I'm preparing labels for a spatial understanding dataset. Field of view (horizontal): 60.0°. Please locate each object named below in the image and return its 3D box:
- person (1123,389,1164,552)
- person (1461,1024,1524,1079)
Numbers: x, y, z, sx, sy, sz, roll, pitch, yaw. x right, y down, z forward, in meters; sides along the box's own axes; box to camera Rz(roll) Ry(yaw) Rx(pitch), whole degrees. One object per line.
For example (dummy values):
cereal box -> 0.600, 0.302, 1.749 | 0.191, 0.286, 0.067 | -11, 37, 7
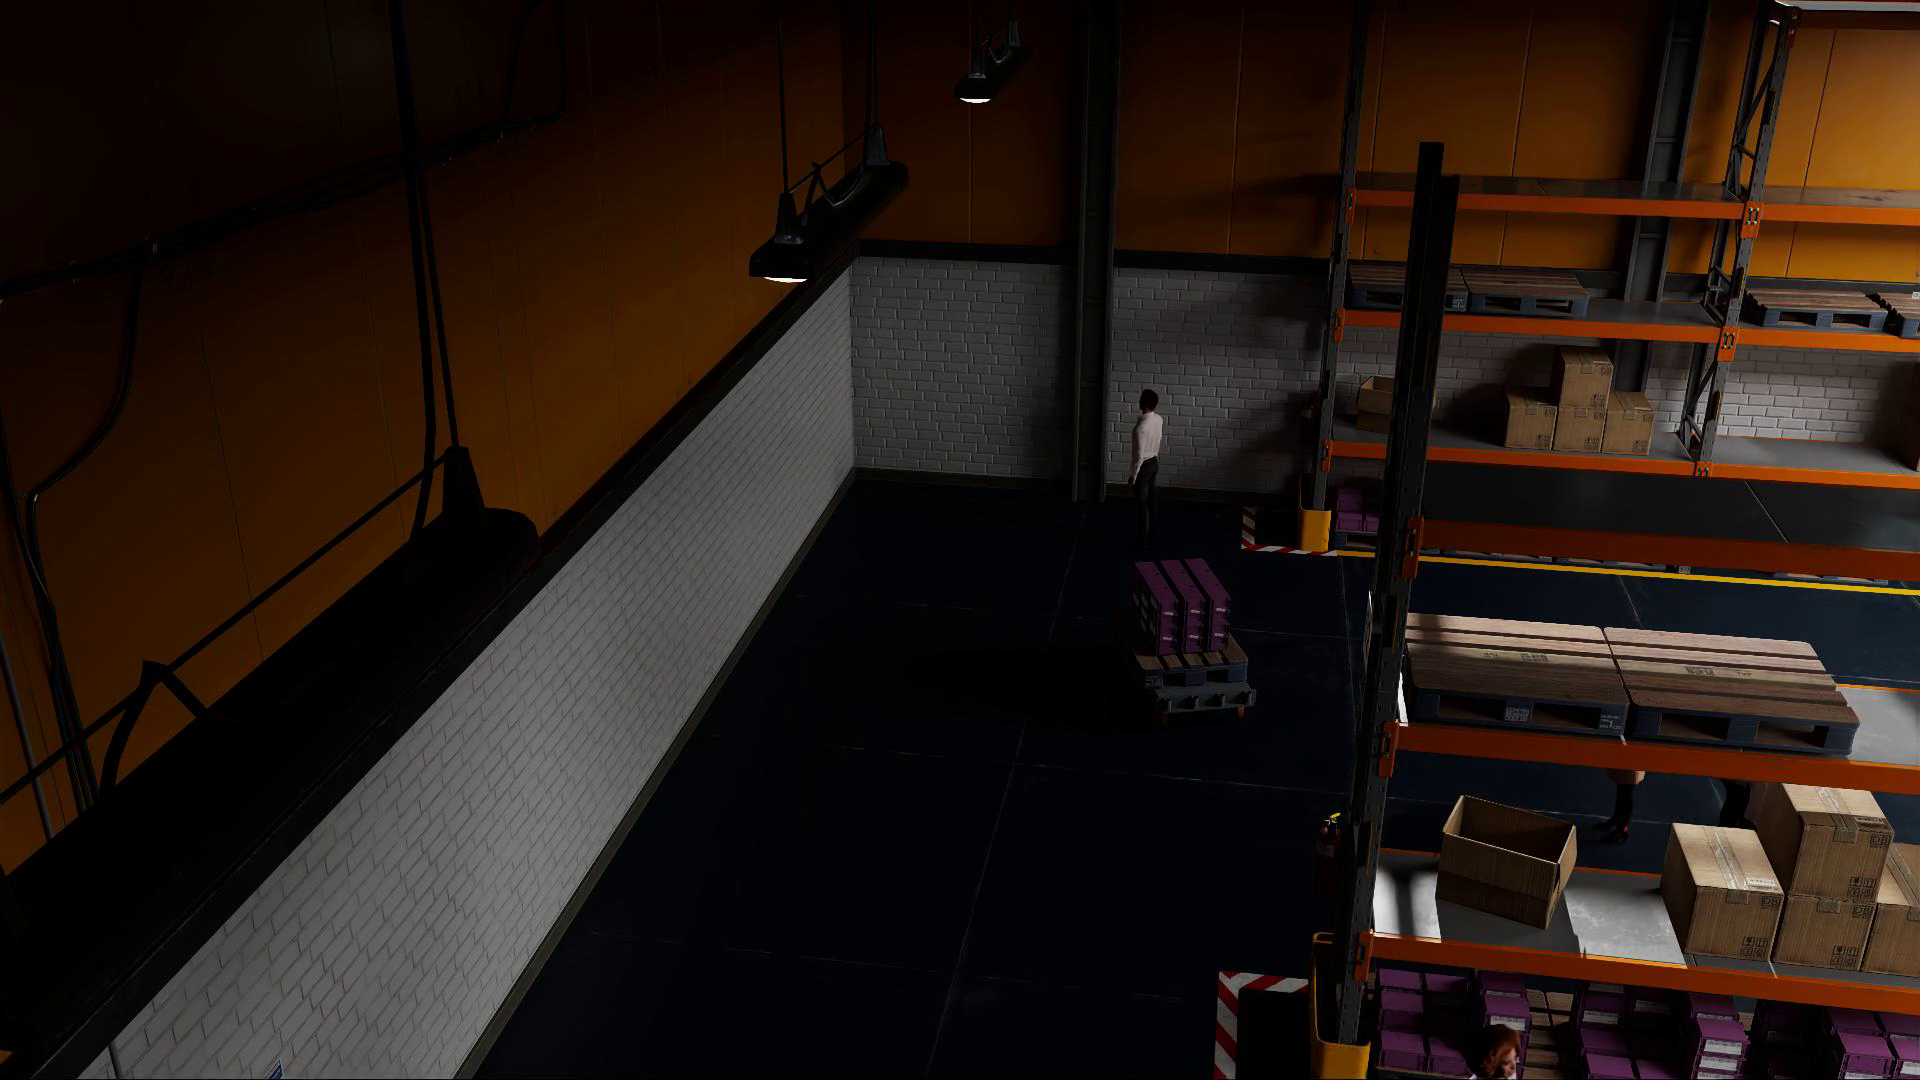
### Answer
person -> 2.091, -0.797, 18.693 | 0.685, 1.871, 0.725 | 15, 28, 30
person -> 2.853, 3.401, 9.320 | 1.052, 1.685, 1.175 | -20, 31, -38
